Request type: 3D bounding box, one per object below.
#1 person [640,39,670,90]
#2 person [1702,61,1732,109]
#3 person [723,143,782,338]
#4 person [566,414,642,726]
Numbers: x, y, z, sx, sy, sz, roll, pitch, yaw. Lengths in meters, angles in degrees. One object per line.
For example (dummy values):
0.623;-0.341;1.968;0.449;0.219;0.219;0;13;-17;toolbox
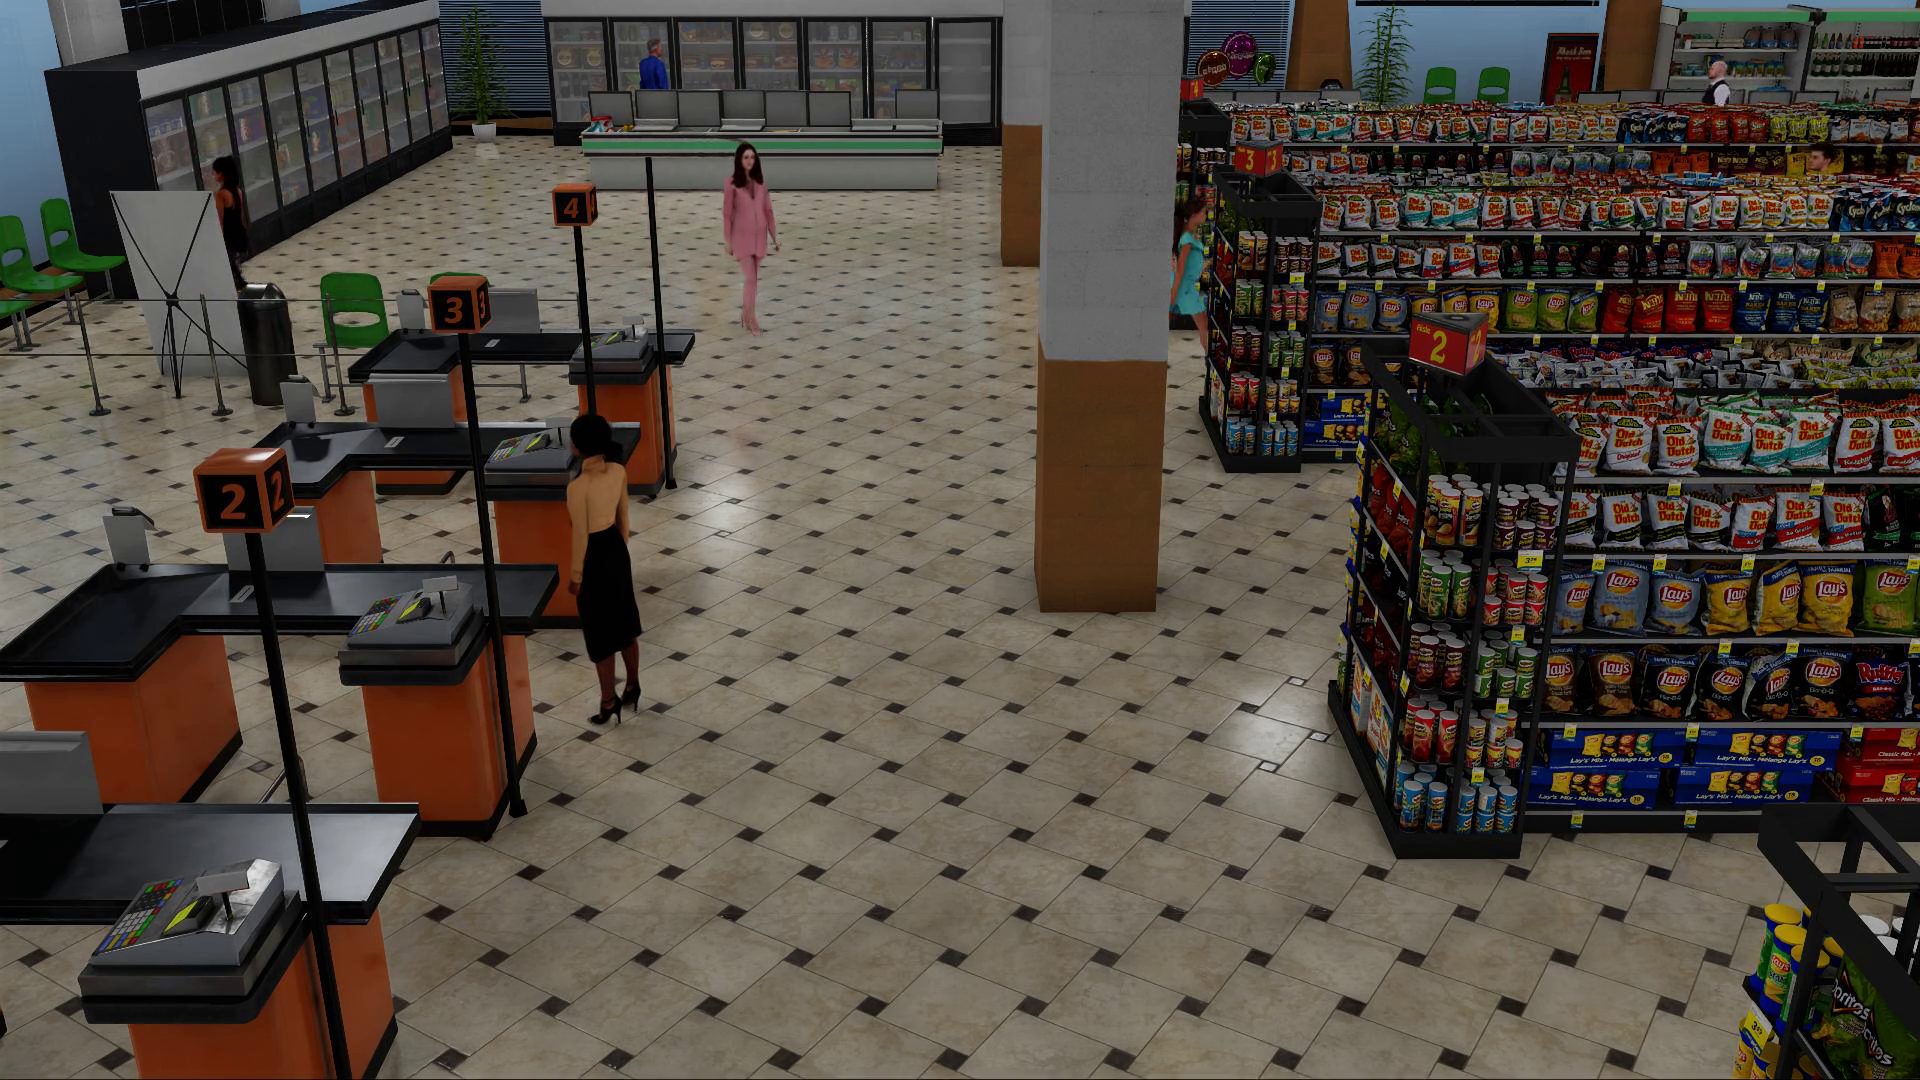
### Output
-4.561;-6.567;24.933;0.832;1.826;0.776;-20;29;-41;person
10.062;-5.412;22.088;0.808;1.805;0.674;0;22;0;person
-2.037;-2.855;15.753;0.868;1.783;0.915;-17;27;-36;person
-1.815;0.151;8.445;0.678;1.655;0.659;12;25;27;person
